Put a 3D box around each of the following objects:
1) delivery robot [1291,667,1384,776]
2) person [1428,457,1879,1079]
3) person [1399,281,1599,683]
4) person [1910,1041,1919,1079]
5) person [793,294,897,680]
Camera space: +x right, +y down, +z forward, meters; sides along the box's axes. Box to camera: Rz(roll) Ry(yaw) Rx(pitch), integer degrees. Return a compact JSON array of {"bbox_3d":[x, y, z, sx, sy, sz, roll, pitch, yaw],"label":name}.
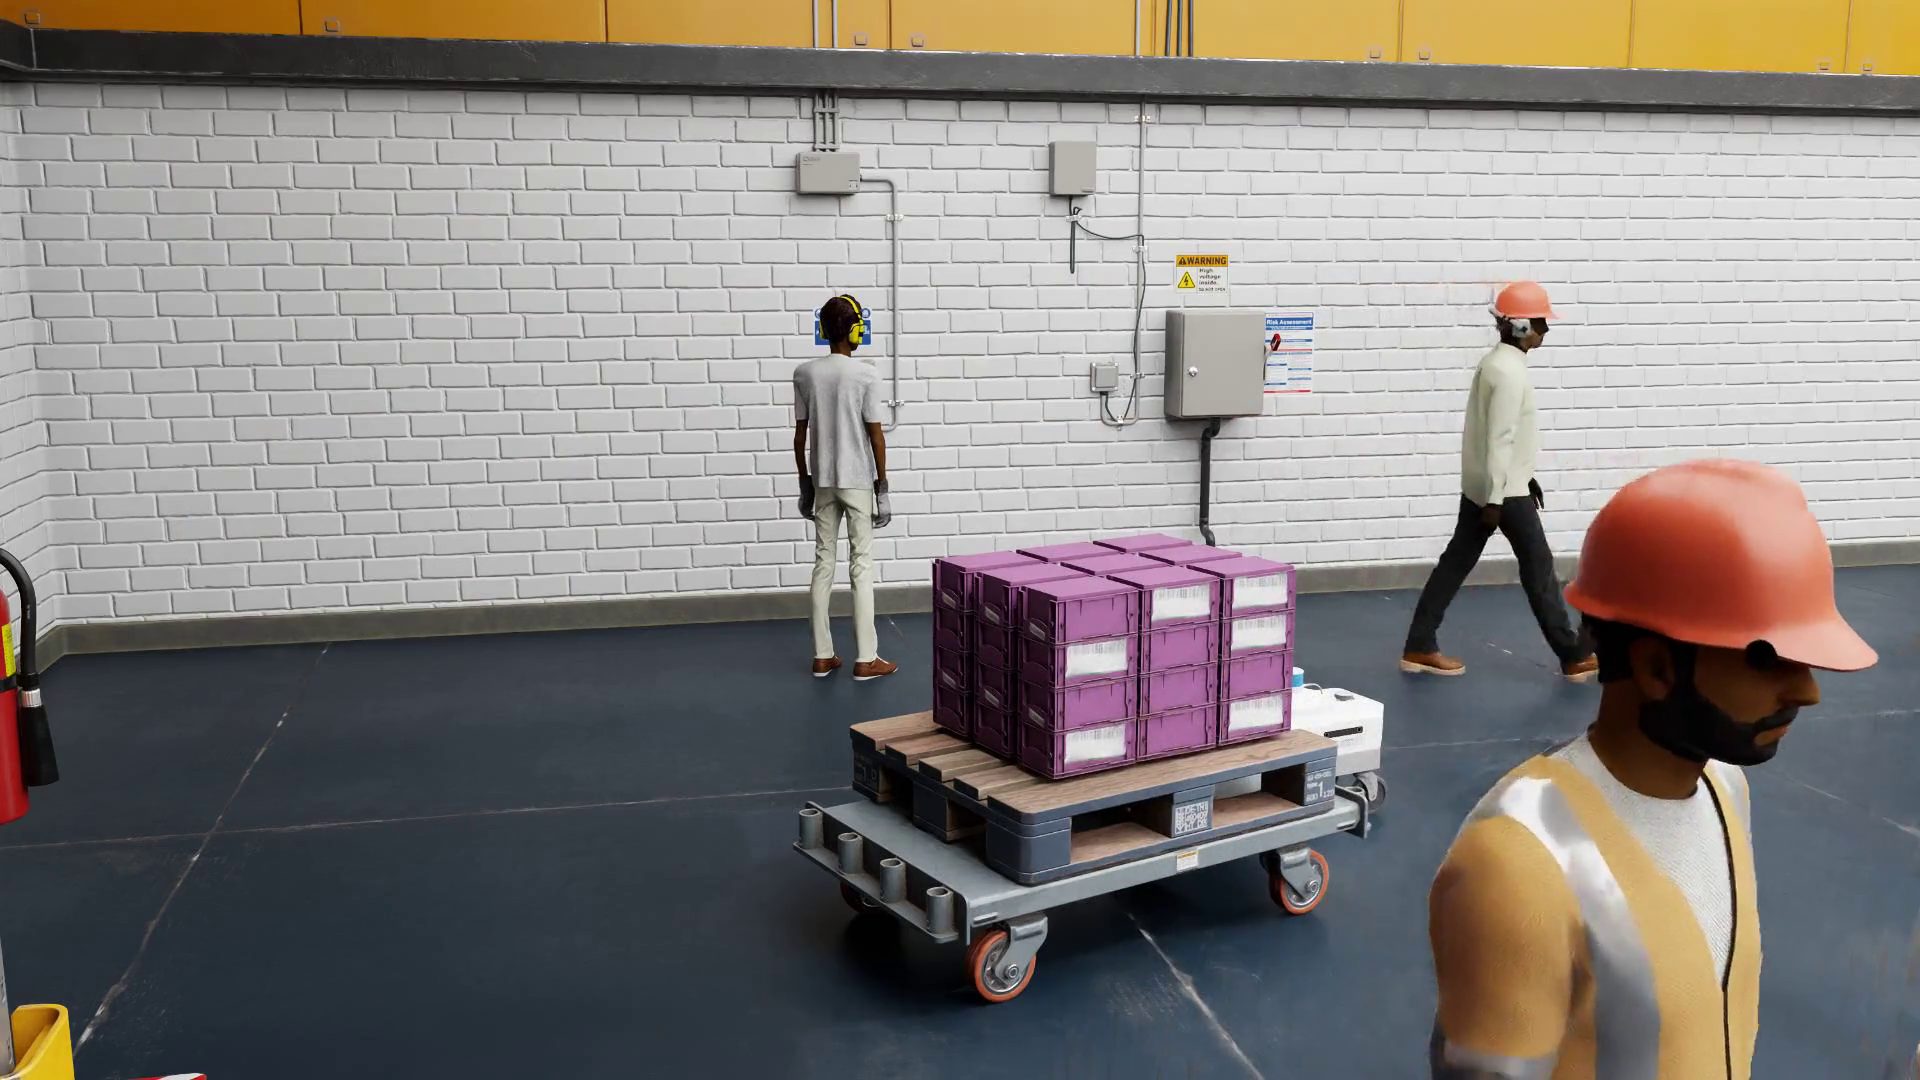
[{"bbox_3d":[1.212,0.712,6.143,0.707,0.478,0.477,-5,11,-27],"label":"delivery robot"},{"bbox_3d":[0.674,0.831,2.014,0.546,1.913,0.775,-10,14,-44],"label":"person"},{"bbox_3d":[2.662,-0.267,8.008,1.058,1.935,0.612,1,10,4],"label":"person"},{"bbox_3d":[1.446,0.911,2.355,0.585,1.619,0.519,7,13,36],"label":"person"},{"bbox_3d":[-0.560,-0.249,8.087,0.510,1.872,0.329,4,11,23],"label":"person"}]
